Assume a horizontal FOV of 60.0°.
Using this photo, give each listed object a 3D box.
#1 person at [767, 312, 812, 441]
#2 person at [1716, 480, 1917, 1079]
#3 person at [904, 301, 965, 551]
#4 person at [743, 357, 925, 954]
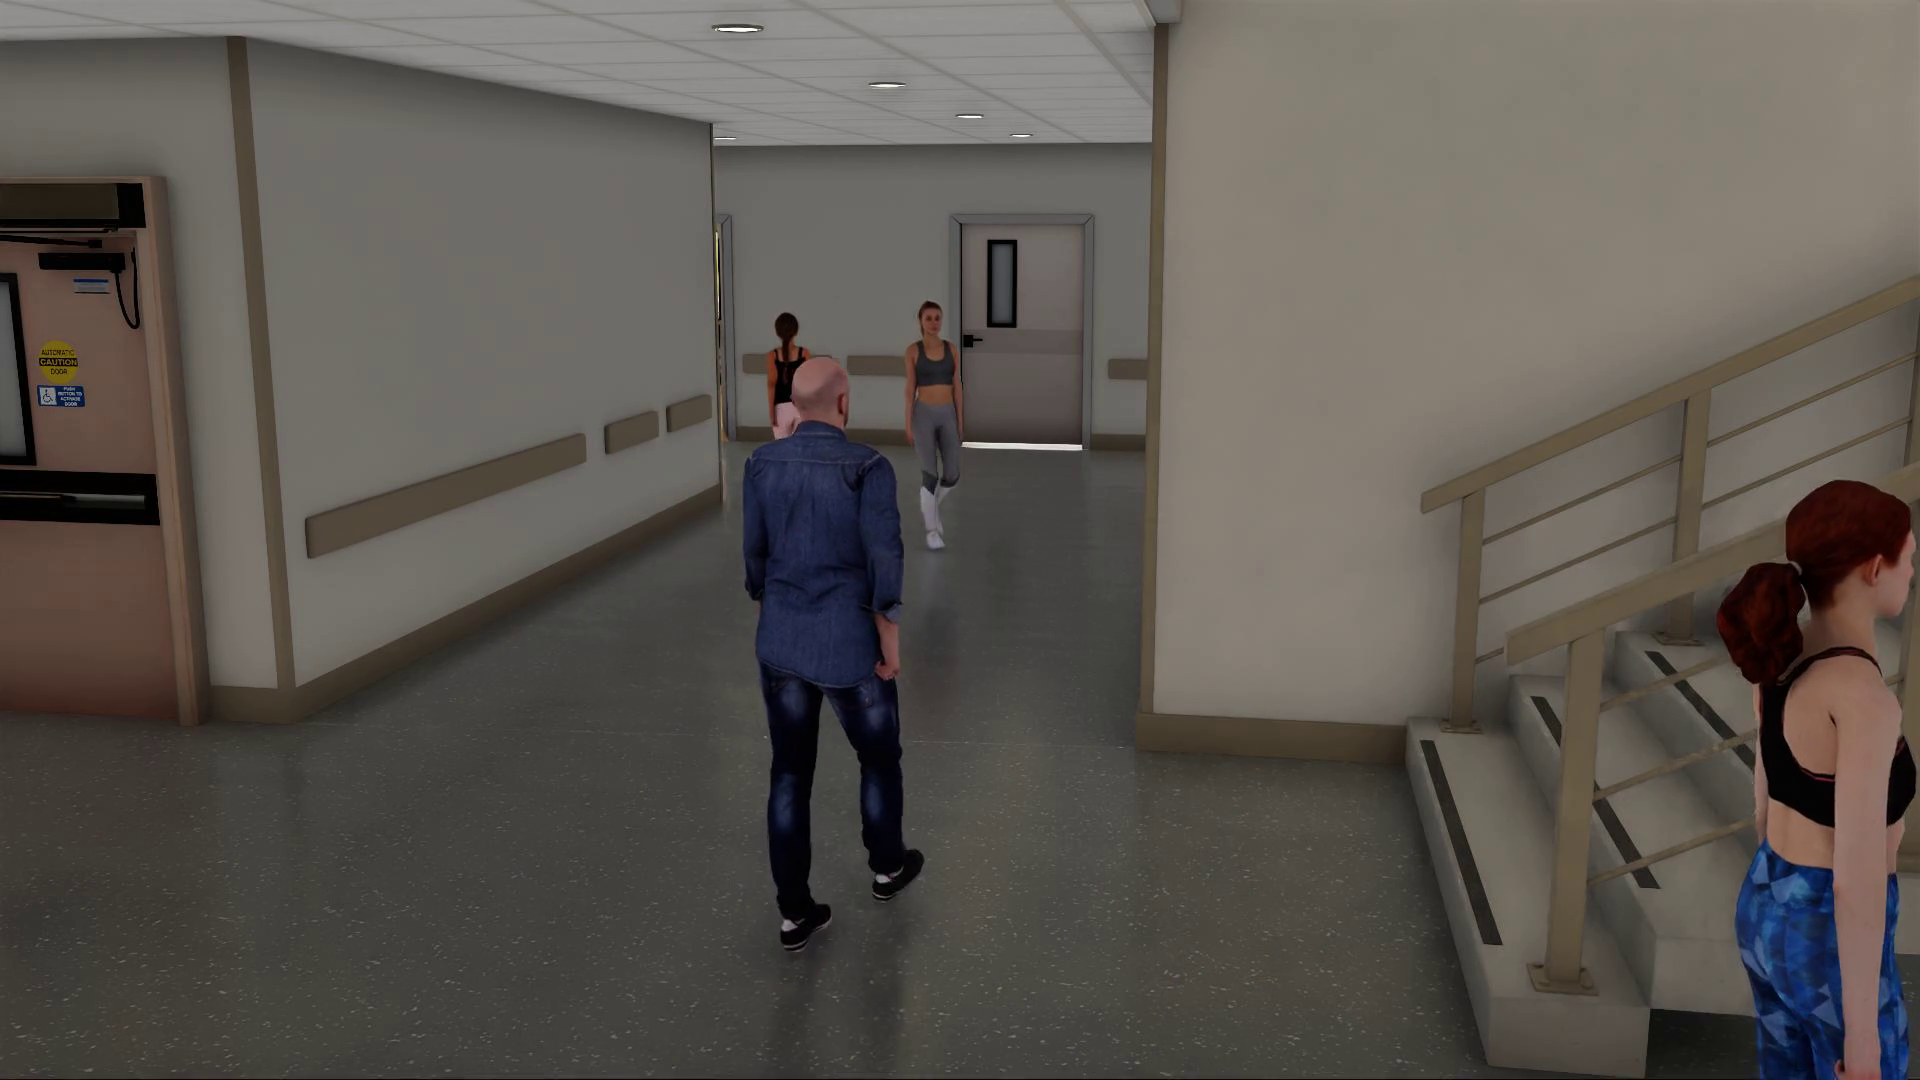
[{"bbox_3d":[-1.260,-0.925,12.642,1.041,1.523,0.819,-2,11,-9],"label":"person"},{"bbox_3d":[1.473,0.781,2.951,0.697,1.784,0.651,0,11,2],"label":"person"},{"bbox_3d":[-0.203,-0.791,11.479,0.778,1.693,0.810,-4,11,-19],"label":"person"},{"bbox_3d":[-0.445,0.375,5.047,0.928,1.800,0.888,4,11,18],"label":"person"}]
